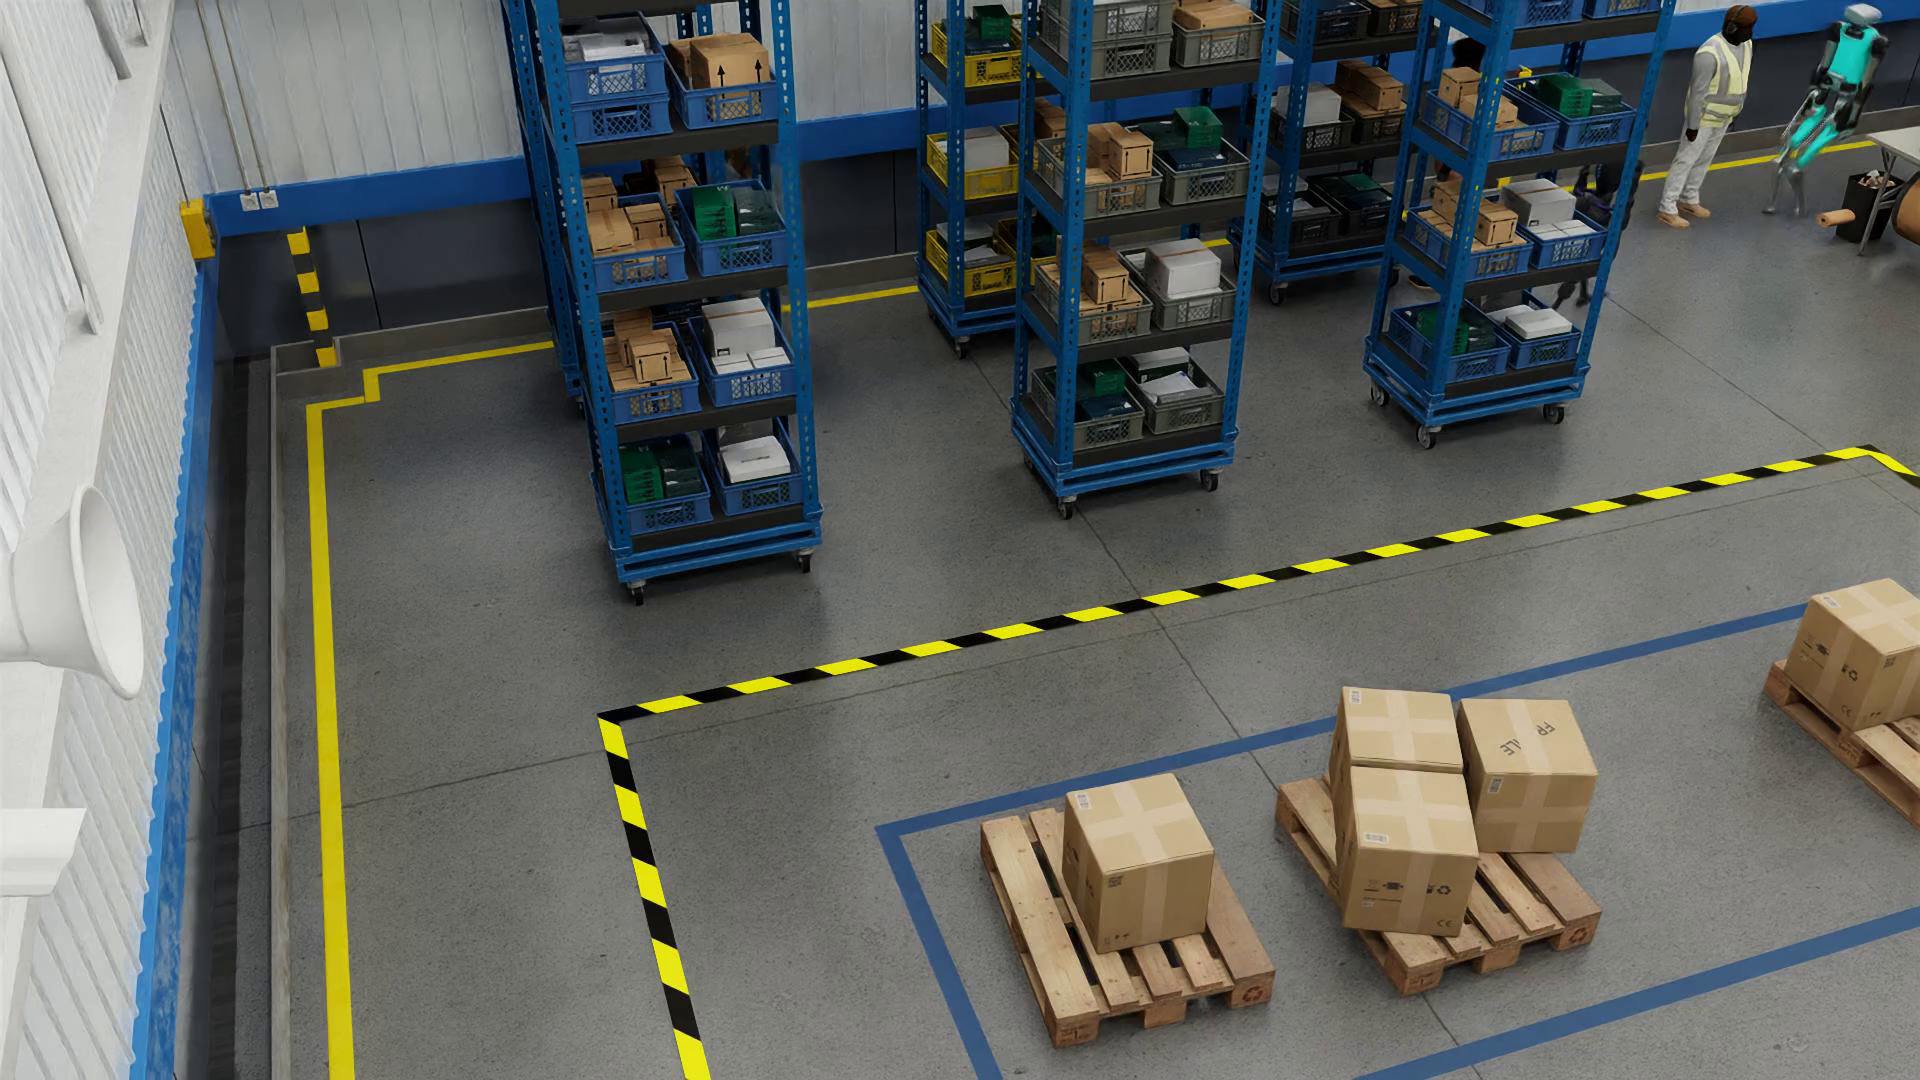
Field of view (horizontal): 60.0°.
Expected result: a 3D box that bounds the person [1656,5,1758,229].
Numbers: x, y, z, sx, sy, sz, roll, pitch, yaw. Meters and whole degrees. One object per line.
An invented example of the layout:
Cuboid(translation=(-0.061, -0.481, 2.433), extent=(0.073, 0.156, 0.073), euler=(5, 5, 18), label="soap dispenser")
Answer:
Cuboid(translation=(6.152, -3.468, 13.620), extent=(0.621, 1.835, 0.431), euler=(-24, 42, -30), label="person")

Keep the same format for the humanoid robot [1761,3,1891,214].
Cuboid(translation=(7.016, -3.455, 13.726), extent=(0.793, 1.821, 0.549), euler=(-16, 38, -22), label="humanoid robot")

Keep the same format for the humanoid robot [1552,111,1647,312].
Cuboid(translation=(4.674, -2.383, 12.234), extent=(0.690, 1.620, 0.607), euler=(-14, 38, -19), label="humanoid robot")

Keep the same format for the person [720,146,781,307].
Cuboid(translation=(-1.443, -1.842, 11.230), extent=(0.528, 1.927, 0.639), euler=(-7, 36, -10), label="person")

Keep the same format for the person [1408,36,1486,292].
Cuboid(translation=(3.744, -2.840, 12.616), extent=(0.383, 1.956, 0.611), euler=(24, 42, 30), label="person")
